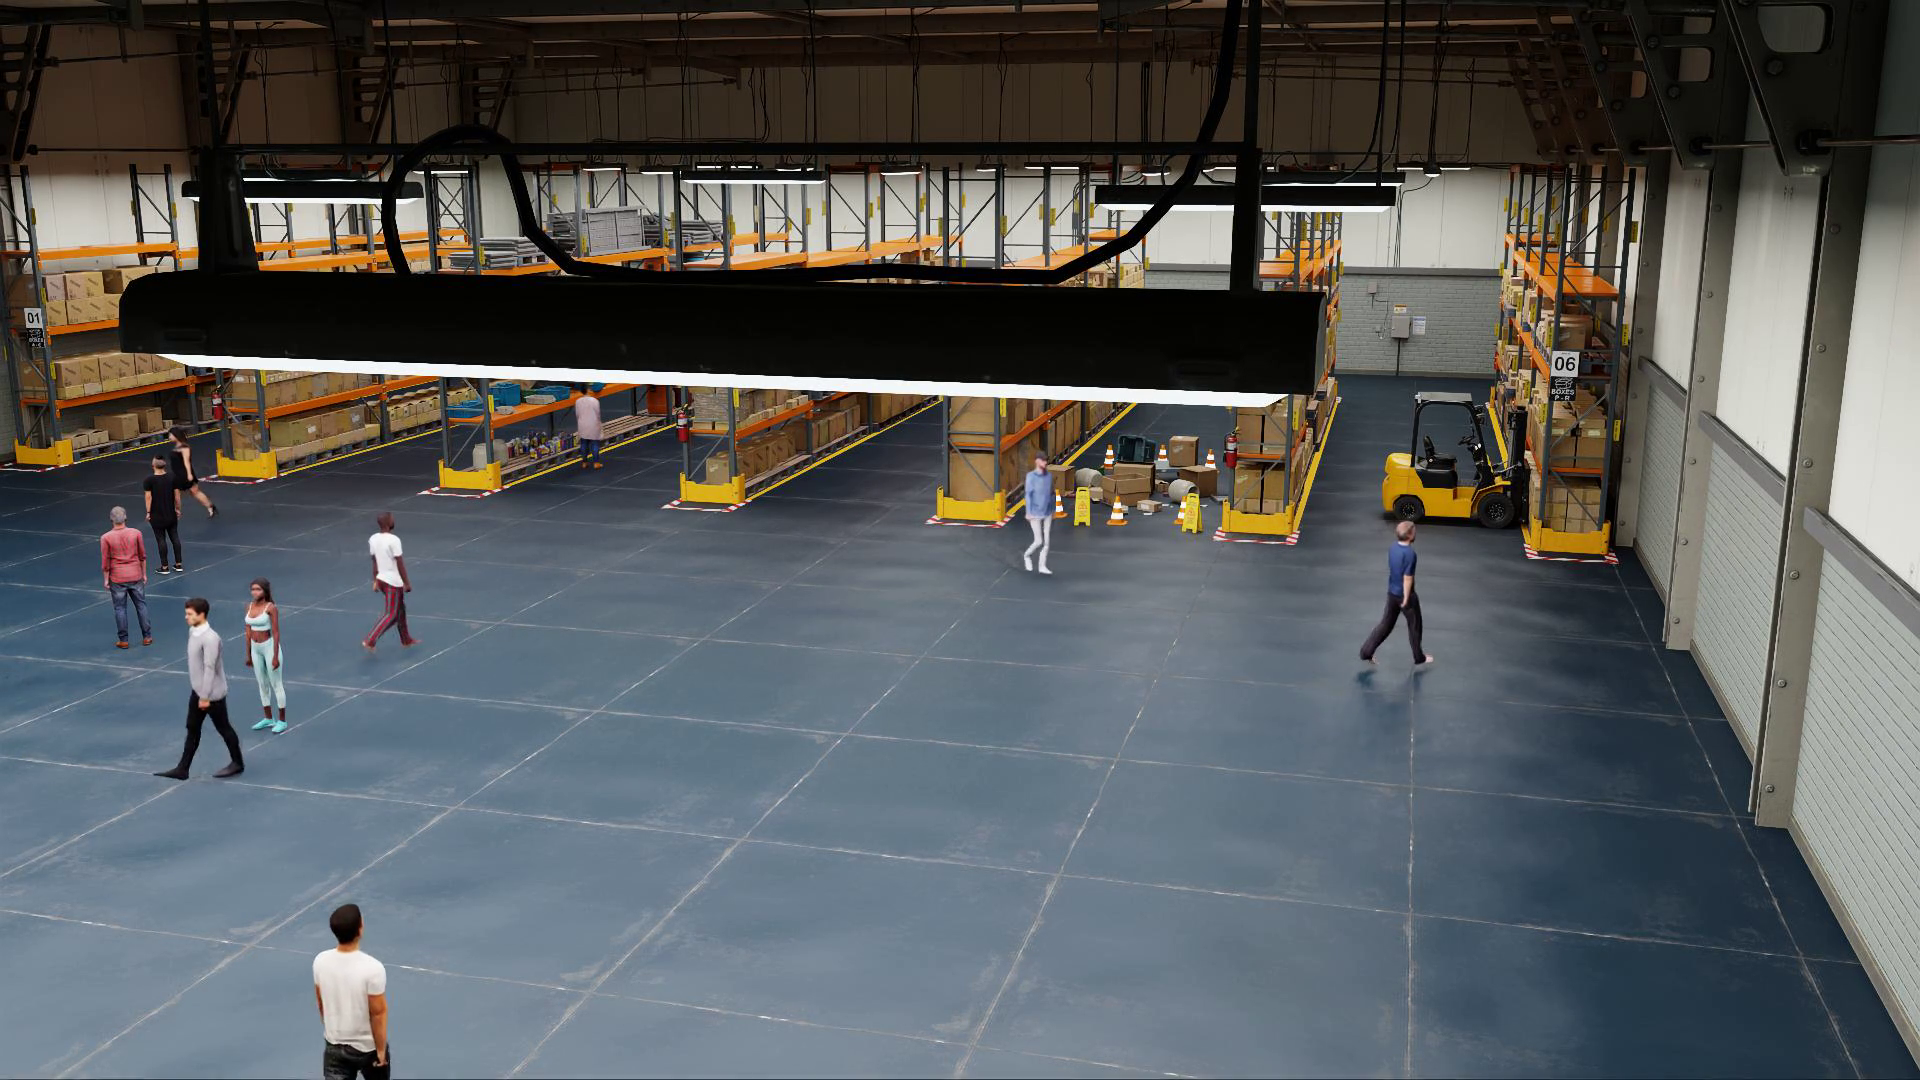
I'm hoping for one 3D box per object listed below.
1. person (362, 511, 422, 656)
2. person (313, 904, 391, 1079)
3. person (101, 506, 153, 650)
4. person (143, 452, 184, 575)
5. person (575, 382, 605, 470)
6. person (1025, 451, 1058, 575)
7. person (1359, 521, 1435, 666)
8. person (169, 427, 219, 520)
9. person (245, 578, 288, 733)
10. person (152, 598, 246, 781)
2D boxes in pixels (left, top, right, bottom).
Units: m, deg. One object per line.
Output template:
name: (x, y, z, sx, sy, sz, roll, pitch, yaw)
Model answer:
person: (-7.240, 0.573, 20.963, 0.952, 1.805, 1.236, 10, 16, 36)
person: (-3.734, 3.112, 10.085, 0.782, 1.767, 1.187, 1, 13, 5)
person: (-10.711, 0.469, 21.357, 0.719, 1.831, 0.819, -10, 16, -37)
person: (-12.046, -0.429, 25.163, 0.820, 1.864, 0.672, 10, 16, 37)
person: (-7.497, -2.312, 33.569, 0.687, 1.740, 0.611, 3, 13, 13)
person: (1.175, -0.421, 25.103, 0.831, 1.874, 0.892, -9, 16, -34)
person: (5.317, 0.698, 20.379, 1.177, 1.826, 1.214, -5, 14, -21)
person: (-13.144, -1.078, 28.404, 1.173, 1.666, 1.106, -7, 15, -29)
person: (-7.607, 1.250, 18.225, 0.576, 1.722, 0.537, 5, 14, 19)
person: (-7.485, 1.499, 16.779, 1.097, 1.889, 1.243, 12, 18, 43)
